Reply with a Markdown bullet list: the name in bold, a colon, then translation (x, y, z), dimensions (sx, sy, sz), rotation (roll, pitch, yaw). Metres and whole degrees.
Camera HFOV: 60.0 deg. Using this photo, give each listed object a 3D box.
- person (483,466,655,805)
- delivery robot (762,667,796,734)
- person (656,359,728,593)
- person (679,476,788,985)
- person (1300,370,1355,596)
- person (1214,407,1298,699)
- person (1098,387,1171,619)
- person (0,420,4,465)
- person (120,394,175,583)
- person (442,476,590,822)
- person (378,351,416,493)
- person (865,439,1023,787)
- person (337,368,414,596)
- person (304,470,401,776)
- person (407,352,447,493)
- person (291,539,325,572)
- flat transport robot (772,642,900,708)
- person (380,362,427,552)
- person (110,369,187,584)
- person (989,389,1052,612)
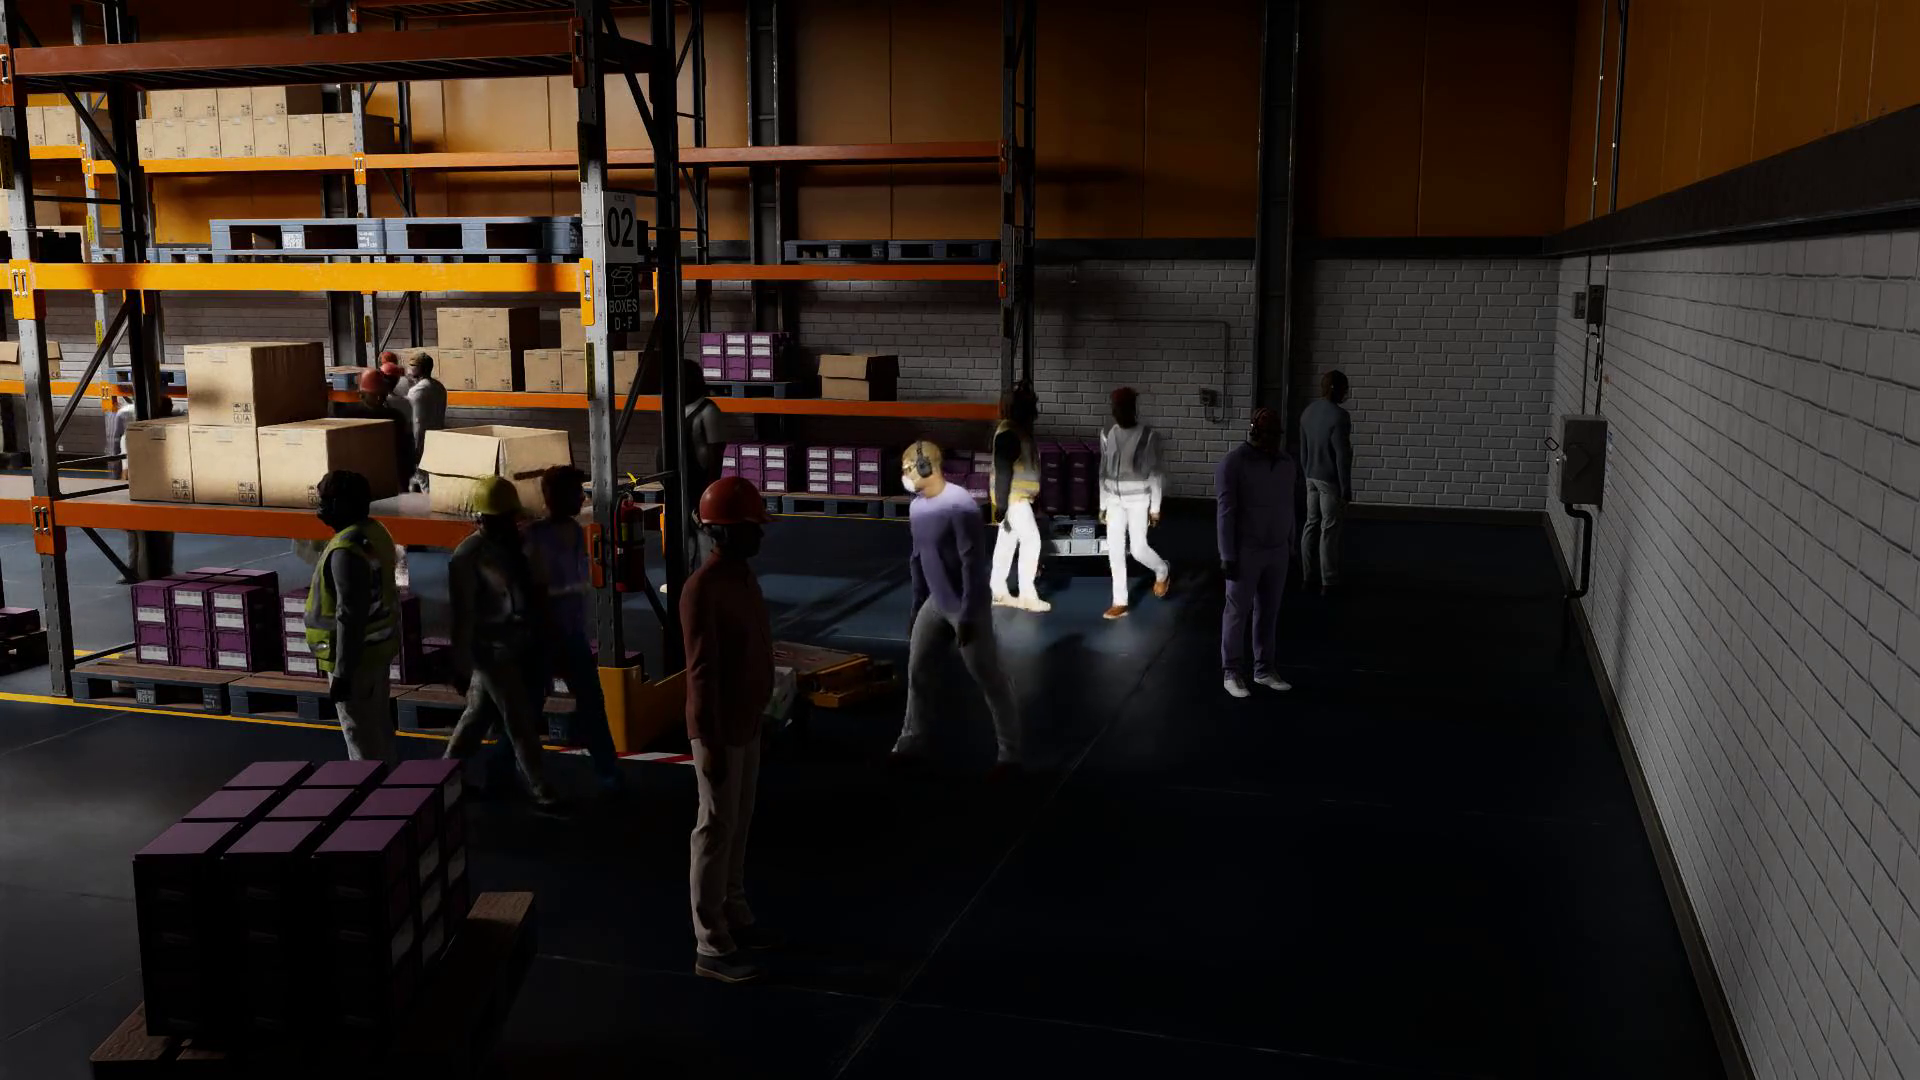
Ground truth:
- **person**: translation (-2.108, 0.513, 8.645), dimensions (0.939, 1.806, 0.572), rotation (3, 10, 17)
- **delivery robot**: translation (-1.163, 0.912, 9.649), dimensions (0.477, 0.478, 0.707), rotation (1, 9, 3)
- **person**: translation (-2.319, -0.519, 14.143), dimensions (0.672, 2.000, 0.536), rotation (9, 13, 44)
- **person**: translation (-0.902, 0.737, 6.622), dimensions (0.379, 1.996, 0.611), rotation (2, 9, 10)
- **person**: translation (3.161, -0.492, 14.307), dimensions (0.370, 1.934, 0.627), rotation (-4, 10, -23)
- **person**: translation (1.975, 0.076, 10.936), dimensions (0.640, 1.904, 0.409), rotation (-6, 11, -31)
- **person**: translation (1.404, -0.314, 13.448), dimensions (0.593, 1.854, 0.761), rotation (7, 12, 37)
- **person**: translation (-10.518, -0.968, 17.610), dimensions (0.692, 1.802, 0.590), rotation (5, 11, 29)
- **person**: translation (-6.457, -0.276, 13.349), dimensions (0.560, 1.826, 0.863), rotation (-6, 11, -33)
- **person**: translation (-2.383, 0.544, 8.501), dimensions (0.946, 1.782, 0.613), rotation (2, 10, 11)
- **person**: translation (-6.387, -1.192, 18.758), dimensions (0.409, 1.870, 0.619), rotation (7, 12, 38)
- **person**: translation (-0.071, 0.401, 9.014), dimensions (0.825, 1.877, 0.679), rotation (-6, 11, -33)
- **person**: translation (-4.862, -0.435, 13.871), dimensions (0.667, 1.970, 0.749), rotation (-7, 11, -35)
- **person**: translation (-2.943, 0.575, 8.076), dimensions (0.429, 1.845, 0.621), rotation (-1, 9, -7)
- **person**: translation (-5.498, -0.964, 17.160), dimensions (0.368, 1.940, 0.633), rotation (1, 9, 7)
- **person**: translation (-5.188, -0.315, 13.460), dimensions (0.537, 1.854, 0.524), rotation (2, 10, 13)
- **flat transport robot**: translation (-1.168, 0.862, 11.104), dimensions (1.431, 0.197, 0.652), rotation (6, 11, 34)
- **person**: translation (-5.683, -0.808, 16.431), dimensions (0.879, 1.865, 0.538), rotation (2, 9, 9)
- **person**: translation (-7.209, -0.565, 14.801), dimensions (0.713, 1.924, 0.468), rotation (-6, 11, -32)
- **person**: translation (0.543, -0.331, 13.641), dimensions (0.700, 1.815, 0.645), rotation (2, 9, 10)
